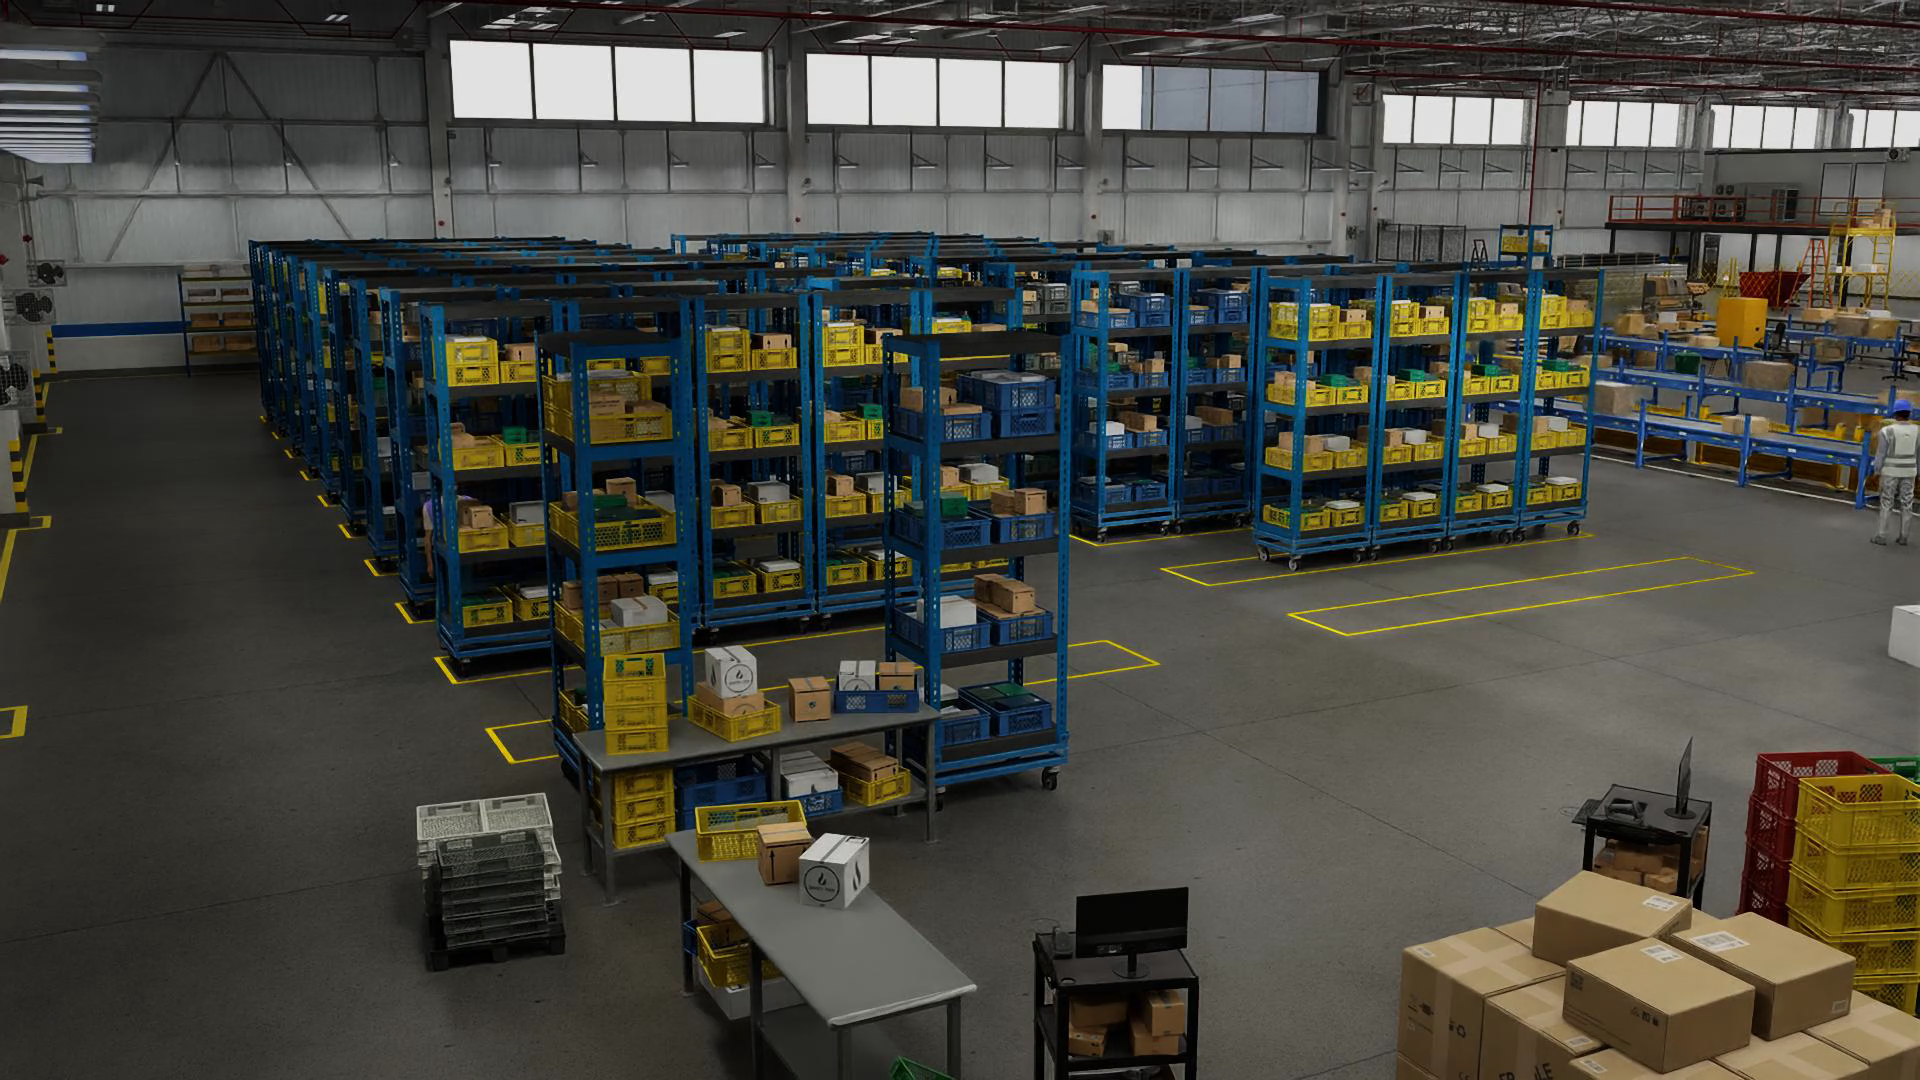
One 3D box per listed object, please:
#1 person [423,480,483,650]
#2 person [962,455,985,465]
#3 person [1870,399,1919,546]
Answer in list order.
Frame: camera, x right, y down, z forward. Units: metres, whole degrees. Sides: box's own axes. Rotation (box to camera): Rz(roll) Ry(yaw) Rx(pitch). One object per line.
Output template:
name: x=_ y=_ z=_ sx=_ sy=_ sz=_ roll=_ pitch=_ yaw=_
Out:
person: x=-5.201 y=0.188 z=17.071 sx=0.572 sy=1.840 sz=0.373 roll=-9 pitch=15 yaw=-36
person: x=0.227 y=-0.925 z=22.327 sx=0.403 sy=1.823 sz=0.586 roll=-2 pitch=12 yaw=-7
person: x=12.319 y=-0.882 z=21.856 sx=0.602 sy=1.939 sz=0.399 roll=1 pitch=12 yaw=6
